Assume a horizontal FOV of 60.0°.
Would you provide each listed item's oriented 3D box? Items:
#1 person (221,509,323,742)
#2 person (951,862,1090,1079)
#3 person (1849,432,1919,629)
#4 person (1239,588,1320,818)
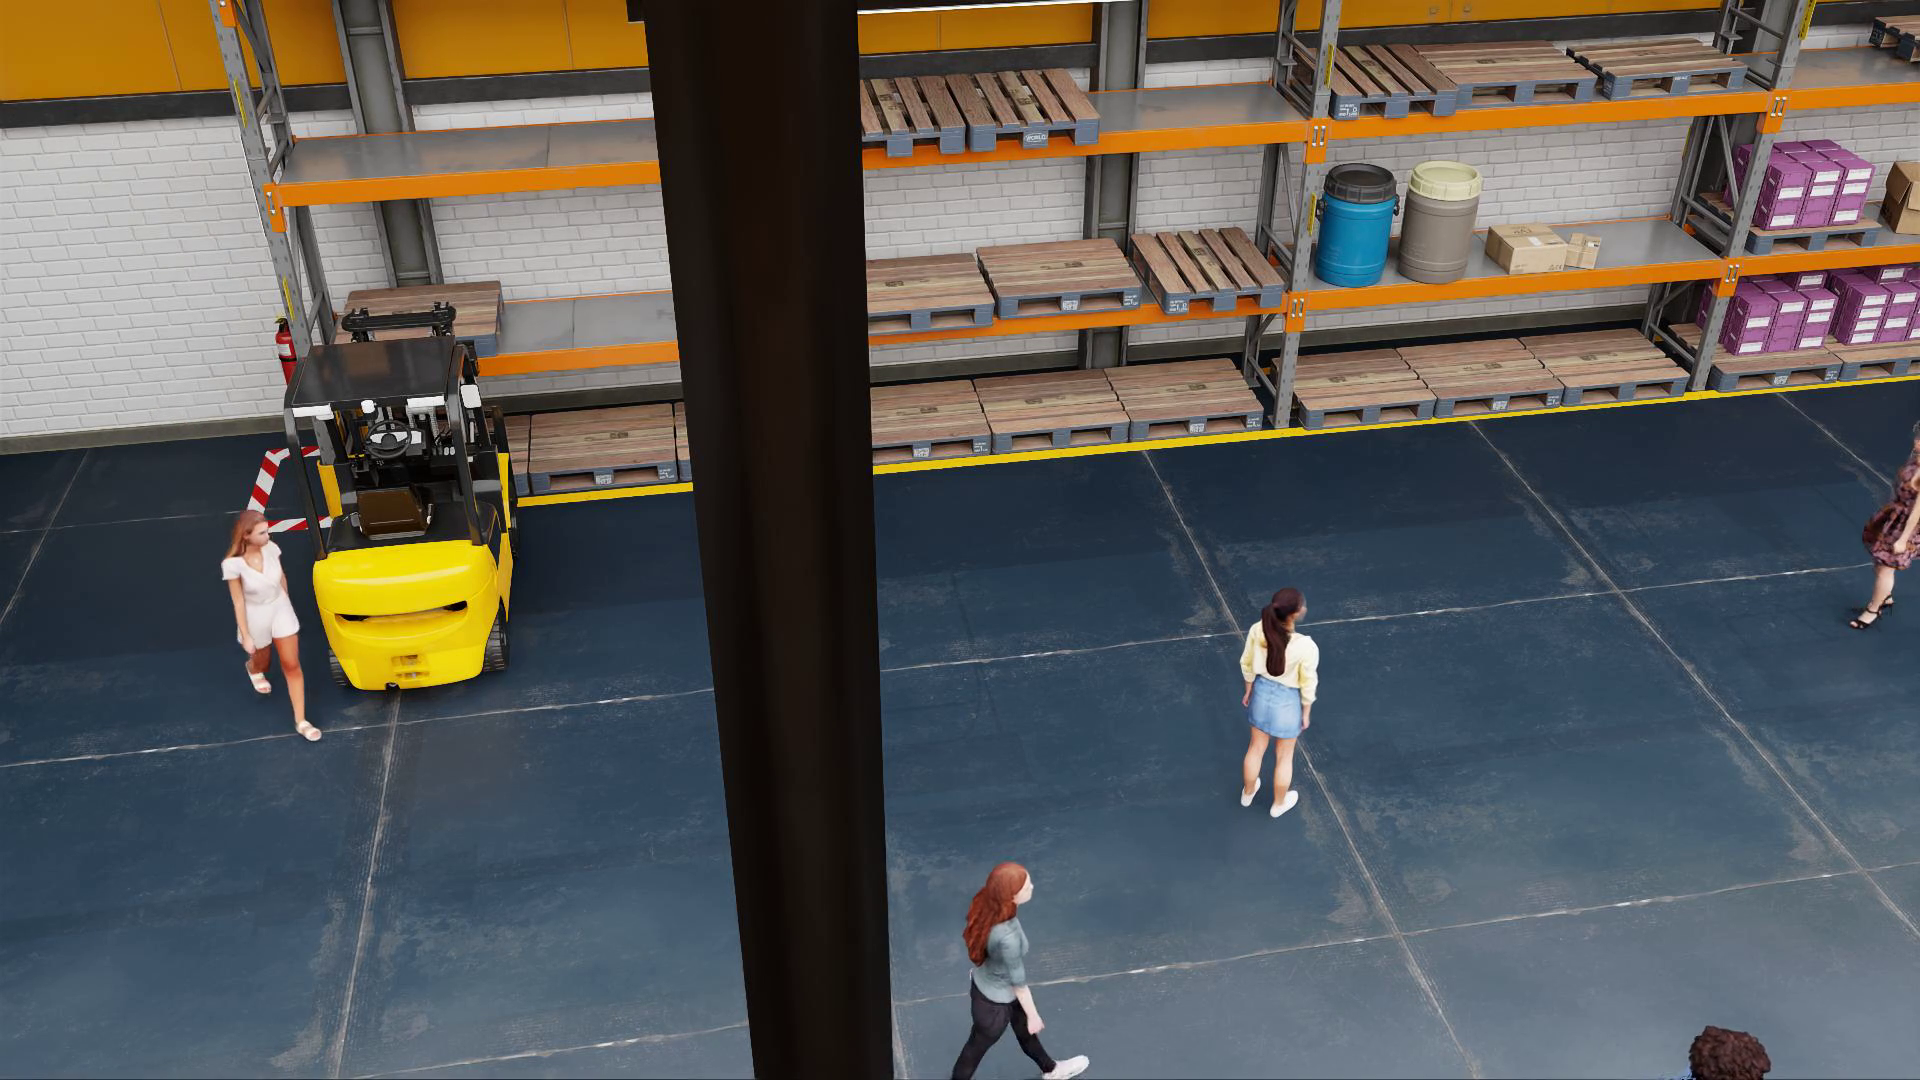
[{"bbox_3d":[-4.613,0.509,10.956,1.056,1.657,1.088,28,43,36],"label":"person"},{"bbox_3d":[0.093,2.278,8.250,1.015,1.708,0.605,-6,34,-10],"label":"person"},{"bbox_3d":[6.658,-0.101,11.779,0.784,1.762,0.773,12,35,17],"label":"person"},{"bbox_3d":[1.948,0.998,10.245,0.701,1.630,0.764,20,39,27],"label":"person"}]
